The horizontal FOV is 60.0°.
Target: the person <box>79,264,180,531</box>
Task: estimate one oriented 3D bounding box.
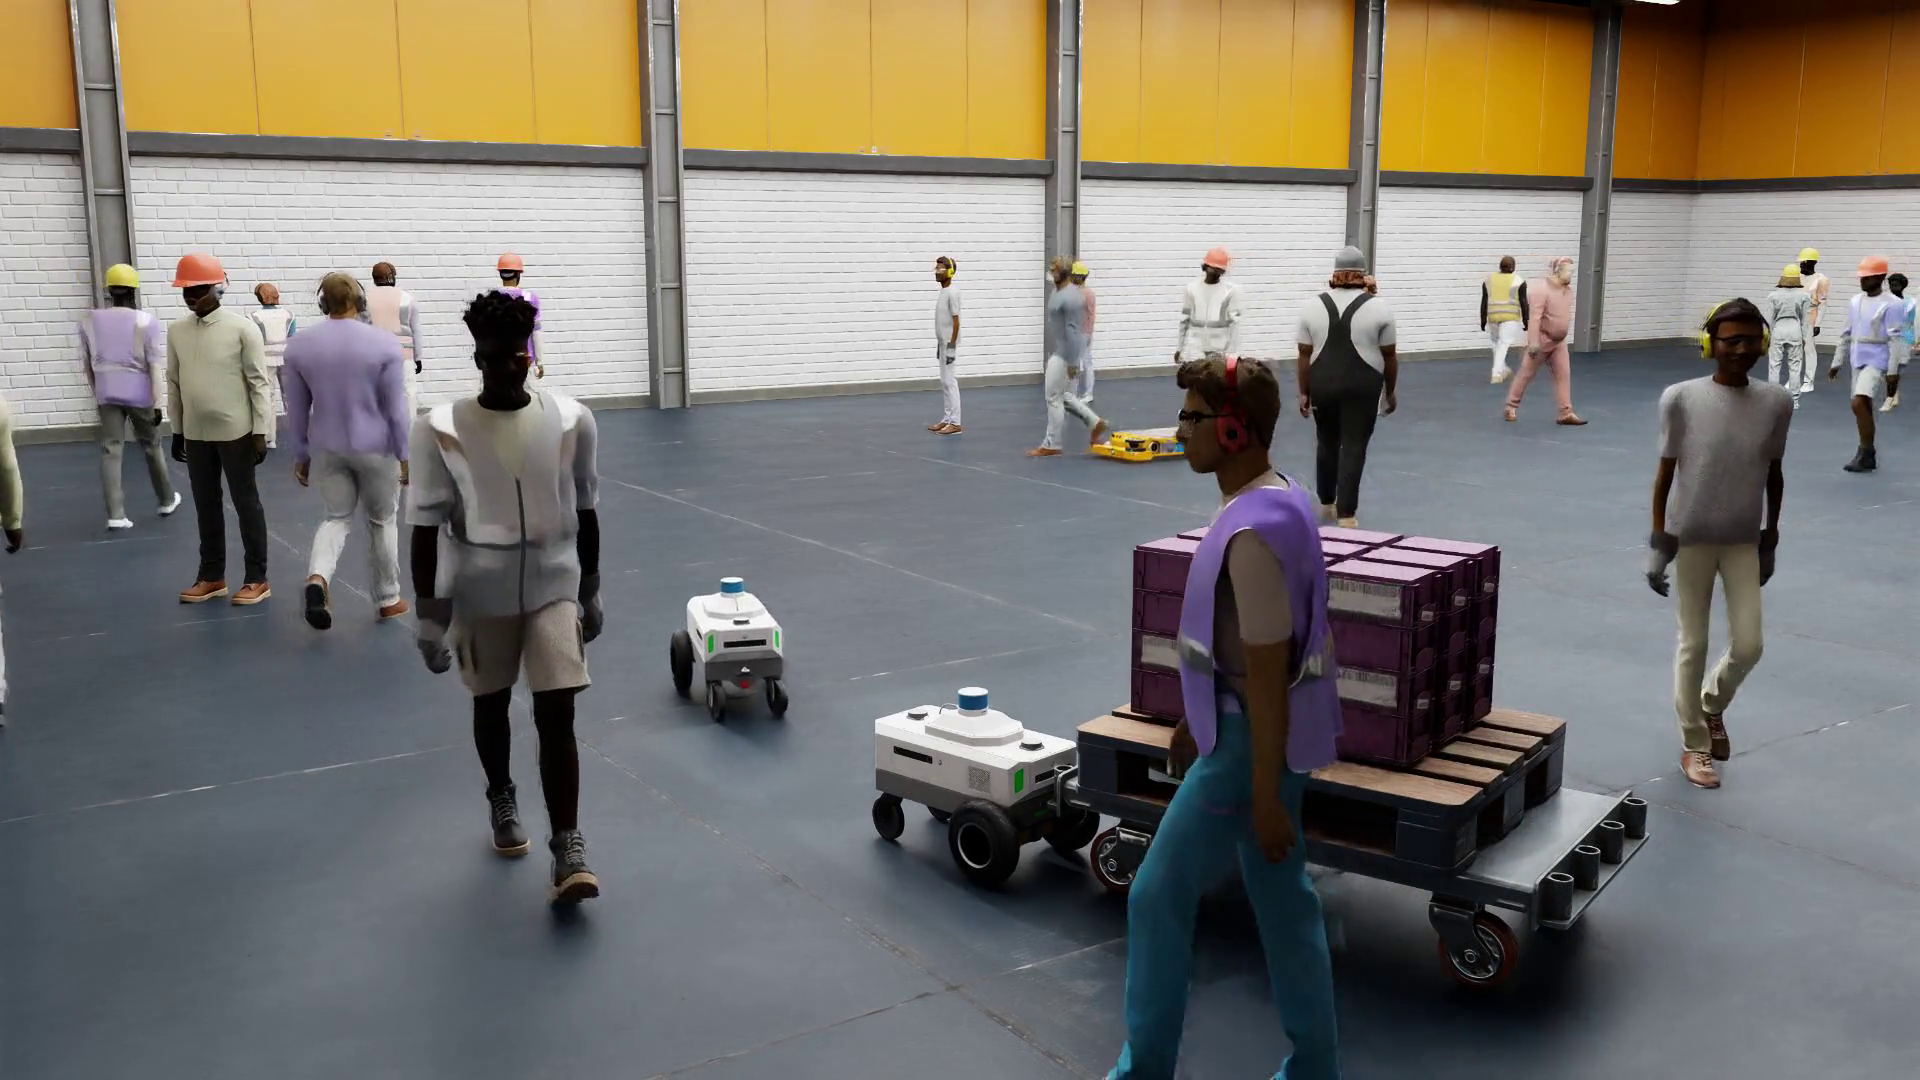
[{"bbox_3d":[-6.008,-1.040,12.017,0.597,1.878,0.967,-1,10,-8],"label":"person"}]

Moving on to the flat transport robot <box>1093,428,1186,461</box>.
[{"bbox_3d":[2.036,-0.932,15.837,1.431,0.197,0.652,-6,12,-30],"label":"flat transport robot"}]

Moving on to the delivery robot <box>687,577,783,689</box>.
[{"bbox_3d":[-1.013,0.412,7.434,0.477,0.478,0.707,-3,11,-16],"label":"delivery robot"}]

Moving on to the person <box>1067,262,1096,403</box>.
[{"bbox_3d":[1.492,-2.598,20.874,0.330,1.766,0.529,-7,12,-33],"label":"person"}]

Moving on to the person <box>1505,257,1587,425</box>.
[{"bbox_3d":[6.515,-2.212,18.540,0.687,1.856,0.924,-6,12,-31],"label":"person"}]

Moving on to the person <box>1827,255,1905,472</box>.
[{"bbox_3d":[8.002,-1.556,14.759,0.624,1.916,0.569,-2,10,-10],"label":"person"}]

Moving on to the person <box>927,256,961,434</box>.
[{"bbox_3d":[-0.145,-2.045,17.589,0.393,1.882,0.548,-3,11,-14],"label":"person"}]

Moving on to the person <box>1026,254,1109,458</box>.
[{"bbox_3d":[1.018,-1.721,15.636,0.740,1.923,0.639,-1,10,-7],"label":"person"}]

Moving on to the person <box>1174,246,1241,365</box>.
[{"bbox_3d":[2.544,-2.002,17.018,0.670,2.002,0.903,4,11,20],"label":"person"}]

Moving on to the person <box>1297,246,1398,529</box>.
[{"bbox_3d":[2.833,-1.121,12.017,0.688,2.000,0.866,6,12,28],"label":"person"}]

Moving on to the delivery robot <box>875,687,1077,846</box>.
[{"bbox_3d":[0.042,0.742,5.623,0.707,0.478,0.477,9,14,42],"label":"delivery robot"}]

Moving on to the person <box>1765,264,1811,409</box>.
[{"bbox_3d":[10.033,-2.466,20.208,0.485,1.744,0.308,4,11,22],"label":"person"}]

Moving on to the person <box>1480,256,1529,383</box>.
[{"bbox_3d":[7.839,-3.157,23.858,0.643,1.787,0.974,8,13,37],"label":"person"}]

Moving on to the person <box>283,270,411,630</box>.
[{"bbox_3d":[-3.226,-0.454,8.751,0.639,1.911,0.755,0,10,1],"label":"person"}]

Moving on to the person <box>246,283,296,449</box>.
[{"bbox_3d":[-6.757,-1.708,16.370,0.508,1.629,0.316,-10,14,-43],"label":"person"}]

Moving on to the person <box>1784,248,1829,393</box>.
[{"bbox_3d":[11.322,-2.939,22.296,0.366,1.927,0.585,-3,11,-16],"label":"person"}]

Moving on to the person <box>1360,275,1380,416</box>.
[{"bbox_3d":[4.724,-2.251,19.339,0.312,1.635,0.519,-5,11,-25],"label":"person"}]

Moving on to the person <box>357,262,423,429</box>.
[{"bbox_3d":[-5.475,-1.741,15.975,0.620,1.840,0.430,-2,11,-13],"label":"person"}]

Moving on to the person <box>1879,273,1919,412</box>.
[{"bbox_3d":[11.261,-2.382,20.008,0.839,1.664,0.545,-10,14,-43],"label":"person"}]

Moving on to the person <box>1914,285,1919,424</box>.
[{"bbox_3d":[10.888,-2.227,18.365,0.635,1.936,0.355,8,13,36],"label":"person"}]

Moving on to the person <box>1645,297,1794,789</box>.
[{"bbox_3d":[2.856,0.013,6.305,0.519,1.854,0.434,2,10,8],"label":"person"}]

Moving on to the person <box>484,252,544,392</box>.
[{"bbox_3d":[-4.124,-1.681,15.378,0.552,1.932,0.377,-1,10,-3],"label":"person"}]

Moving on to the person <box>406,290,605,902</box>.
[{"bbox_3d":[-1.416,0.174,5.276,0.627,1.906,1.009,-5,11,-24],"label":"person"}]

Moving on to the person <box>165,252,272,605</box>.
[{"bbox_3d":[-4.202,-0.618,9.394,0.623,1.989,0.400,2,11,13],"label":"person"}]

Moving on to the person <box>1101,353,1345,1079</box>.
[{"bbox_3d":[0.550,0.484,3.841,0.809,1.813,0.570,3,11,17],"label":"person"}]

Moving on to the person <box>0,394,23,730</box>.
[{"bbox_3d":[-4.294,-0.086,7.045,0.608,1.790,0.923,-8,13,-38],"label":"person"}]
